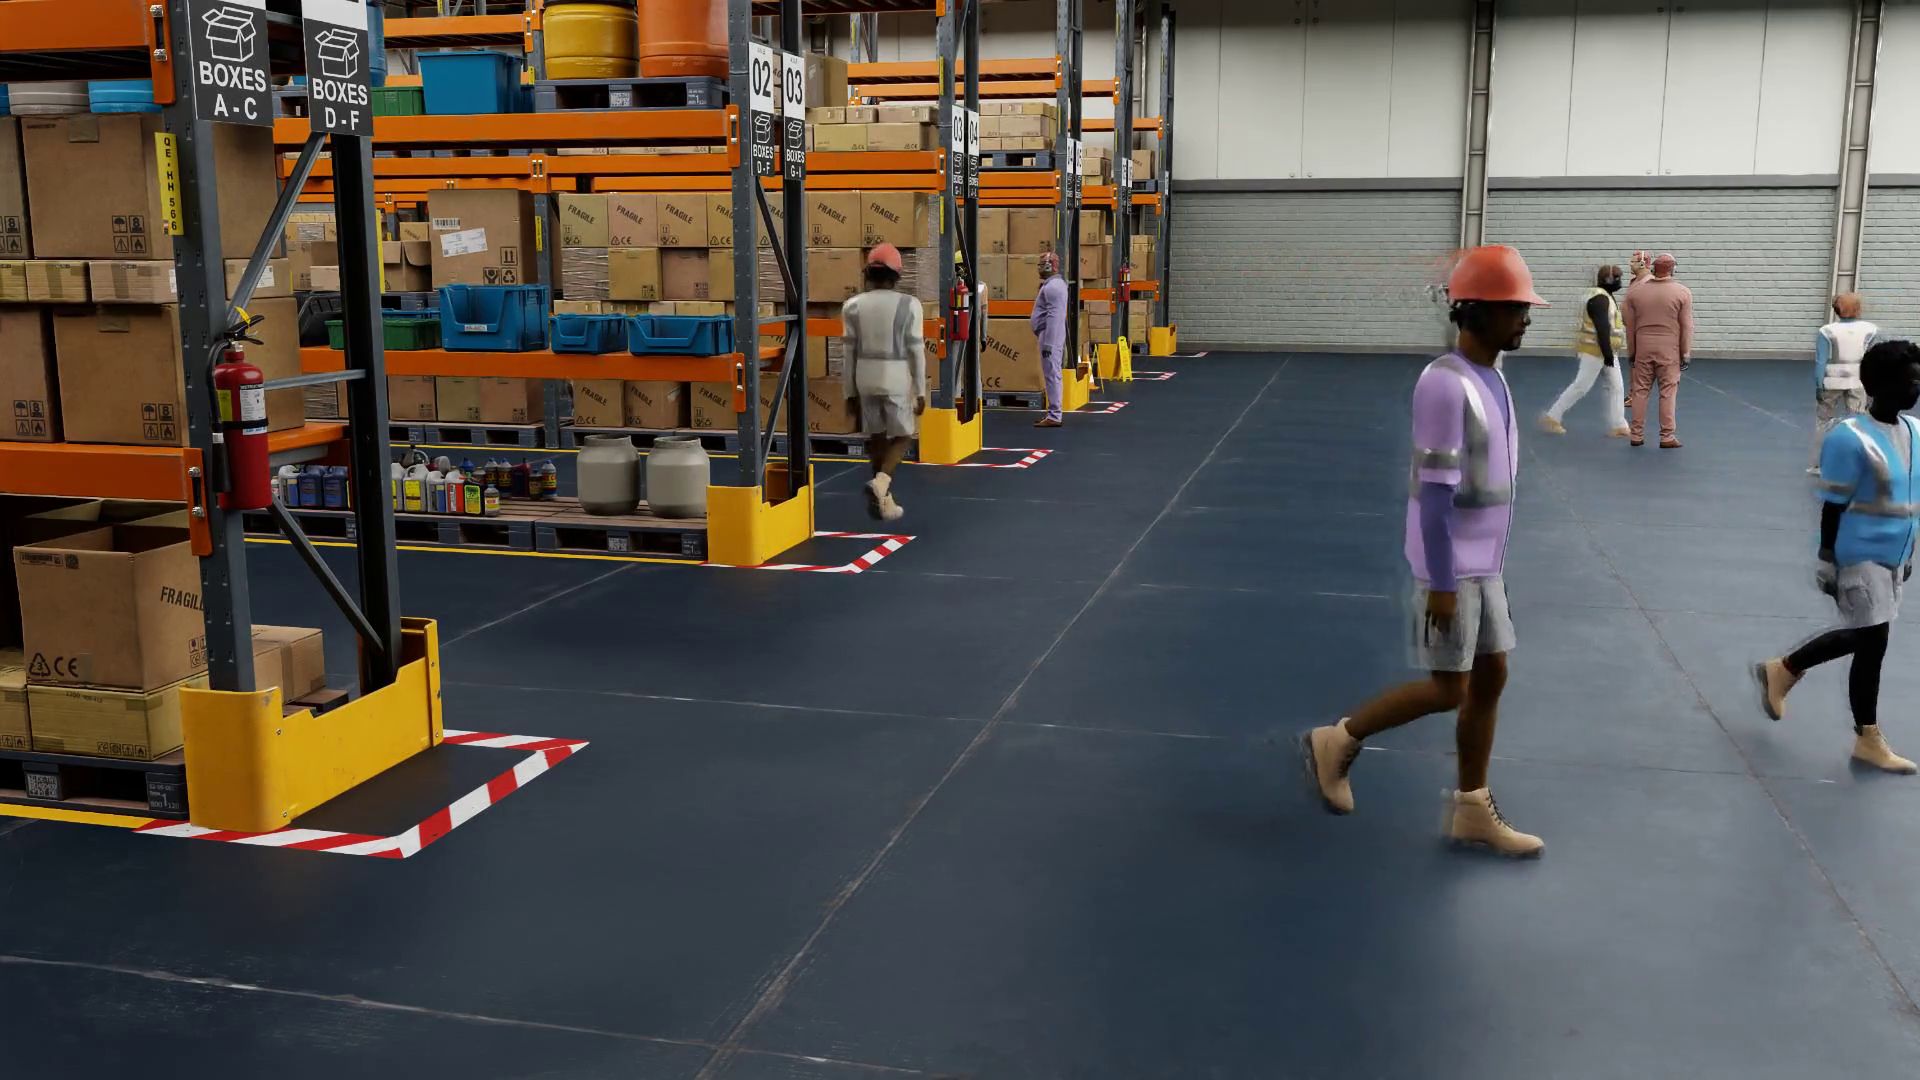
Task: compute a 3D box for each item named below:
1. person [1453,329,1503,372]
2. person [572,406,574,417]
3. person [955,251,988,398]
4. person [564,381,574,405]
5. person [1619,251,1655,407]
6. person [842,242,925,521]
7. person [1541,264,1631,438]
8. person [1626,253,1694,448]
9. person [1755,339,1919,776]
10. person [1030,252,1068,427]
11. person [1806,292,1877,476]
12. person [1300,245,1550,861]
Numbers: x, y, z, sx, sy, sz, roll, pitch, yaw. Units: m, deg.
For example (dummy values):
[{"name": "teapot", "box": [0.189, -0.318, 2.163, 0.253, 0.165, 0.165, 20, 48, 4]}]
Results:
[{"name": "person", "box": [4.341, -1.388, 14.108, 0.767, 1.797, 0.616, 9, 14, 41]}, {"name": "person", "box": [-3.867, -2.073, 17.877, 0.952, 1.797, 0.647, 4, 11, 19]}, {"name": "person", "box": [0.028, -2.321, 18.933, 0.584, 1.919, 0.382, -2, 11, -13]}, {"name": "person", "box": [-4.456, -2.476, 19.980, 0.751, 1.853, 0.515, 4, 11, 21]}, {"name": "person", "box": [8.314, -2.590, 20.460, 0.408, 1.909, 0.642, 3, 11, 15]}, {"name": "person", "box": [-0.559, -1.103, 11.892, 0.623, 2.028, 0.683, 3, 11, 18]}, {"name": "person", "box": [6.600, -1.964, 17.312, 0.962, 1.798, 0.626, 7, 12, 33]}, {"name": "person", "box": [6.908, -1.862, 16.416, 0.644, 1.913, 0.408, 9, 14, 42]}, {"name": "person", "box": [3.501, 0.039, 6.560, 0.531, 1.678, 0.690, -6, 12, -30]}, {"name": "person", "box": [0.968, -2.189, 18.240, 0.403, 1.906, 0.651, 1, 10, 8]}, {"name": "person", "box": [7.549, -1.305, 14.161, 0.519, 1.608, 0.762, 1, 10, 7]}, {"name": "person", "box": [1.586, 0.045, 5.524, 0.735, 2.028, 0.616, 7, 13, 35]}]
